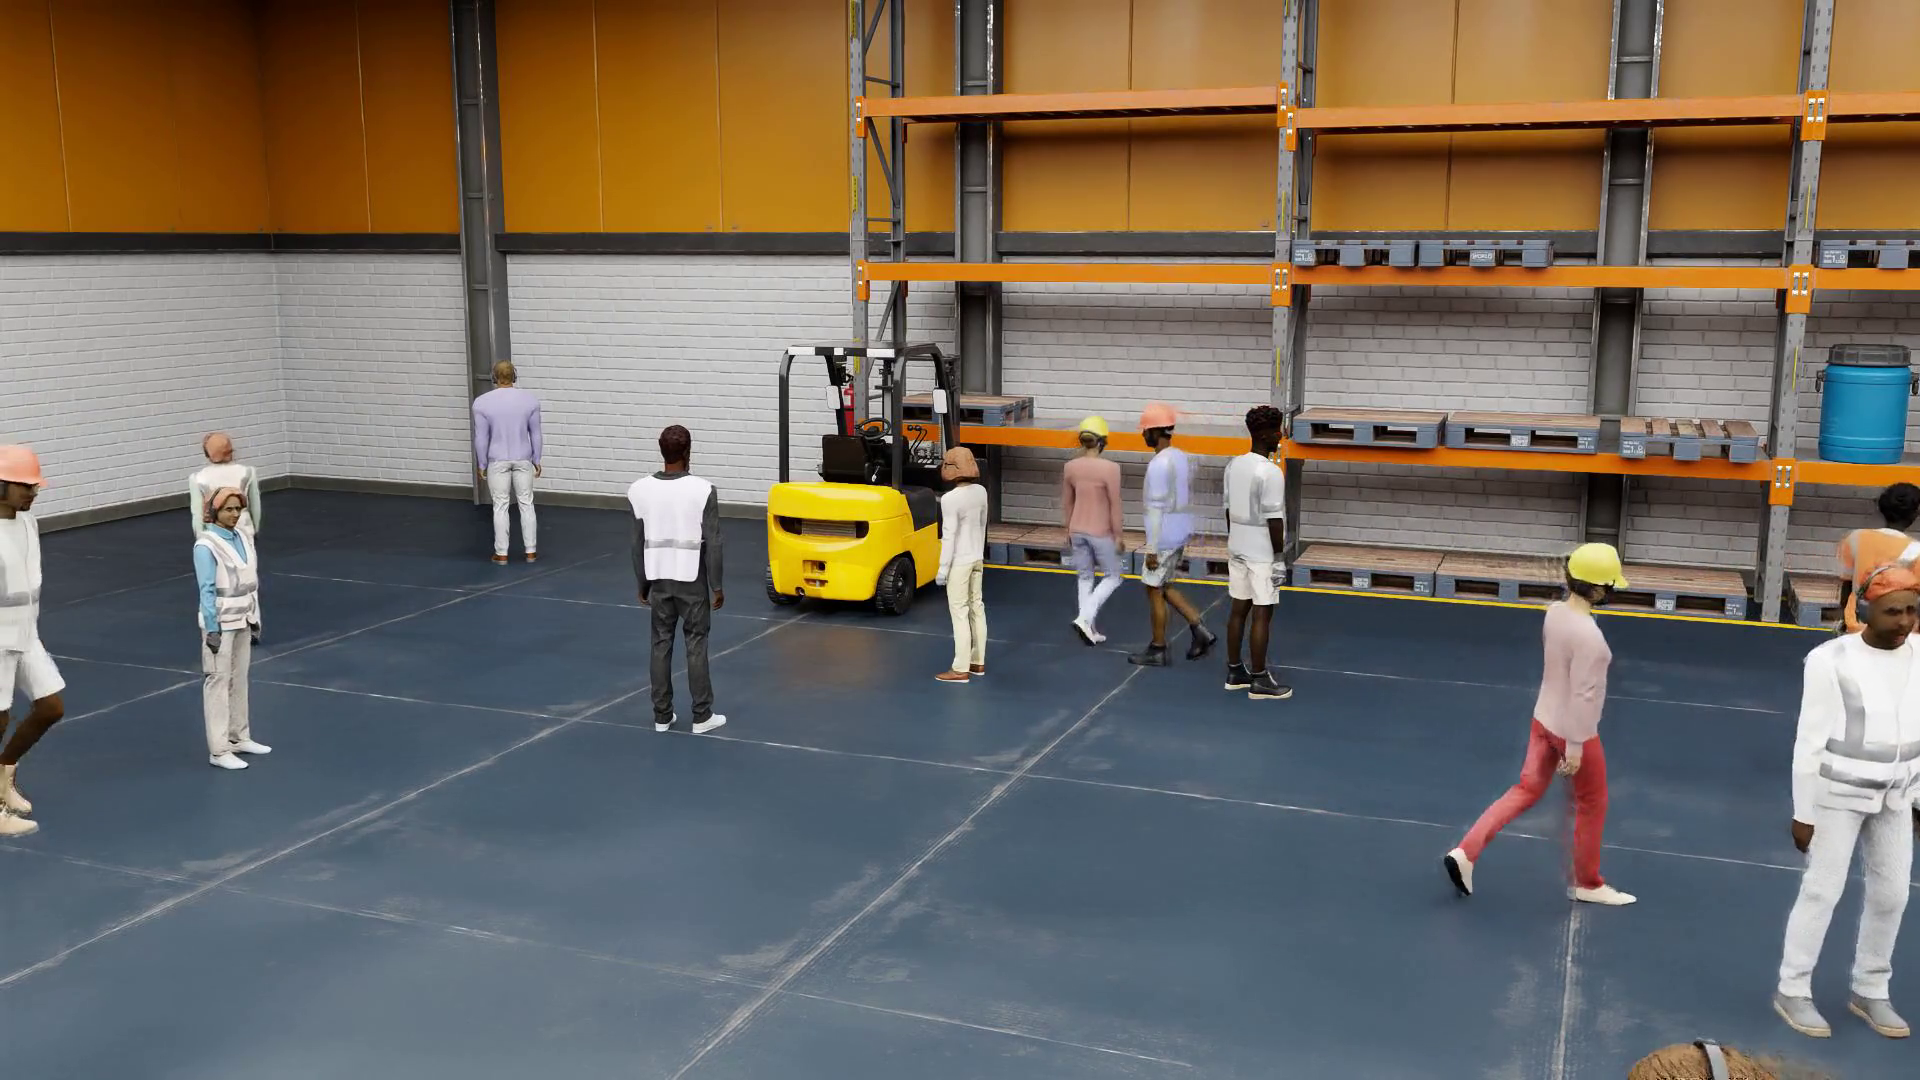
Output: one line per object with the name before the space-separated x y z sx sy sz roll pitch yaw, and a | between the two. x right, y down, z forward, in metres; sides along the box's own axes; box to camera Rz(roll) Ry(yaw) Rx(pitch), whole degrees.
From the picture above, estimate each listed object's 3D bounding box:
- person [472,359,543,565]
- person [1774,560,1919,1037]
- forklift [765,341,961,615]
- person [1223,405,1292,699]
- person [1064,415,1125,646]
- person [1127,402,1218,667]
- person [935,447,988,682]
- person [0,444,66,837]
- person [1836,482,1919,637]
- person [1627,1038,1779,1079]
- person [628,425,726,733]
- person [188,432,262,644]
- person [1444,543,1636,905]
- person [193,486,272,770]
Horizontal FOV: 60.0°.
person | -4.251 -0.733 15.688 0.632 1.940 0.372 -5 11 -24
person | 3.441 0.986 6.350 0.599 1.867 0.408 -2 10 -9
forklift | -0.739 -0.602 14.246 1.214 2.155 2.313 4 11 21
person | 1.988 0.076 11.105 0.364 1.965 0.609 -4 11 -23
person | 0.977 -0.052 12.384 0.550 1.751 0.441 9 14 41
person | 1.483 -0.017 11.782 0.541 1.920 0.546 5 11 26
person | 0.008 0.169 11.512 0.280 1.634 0.498 7 12 33
person | -4.855 0.518 8.490 0.482 2.016 0.657 1 10 8
person | 5.298 0.501 9.510 0.380 1.679 0.552 -5 11 -26
person | 1.251 1.666 2.664 0.654 1.830 0.518 2 10 11
person | -1.743 0.248 10.281 0.590 1.919 0.392 2 10 12
person | -5.541 -0.017 12.617 0.502 1.606 0.819 -6 12 -29
person | 2.666 0.842 7.521 0.829 1.725 0.537 -1 10 -4
person | -4.245 0.499 9.669 0.315 1.636 0.514 1 10 4
